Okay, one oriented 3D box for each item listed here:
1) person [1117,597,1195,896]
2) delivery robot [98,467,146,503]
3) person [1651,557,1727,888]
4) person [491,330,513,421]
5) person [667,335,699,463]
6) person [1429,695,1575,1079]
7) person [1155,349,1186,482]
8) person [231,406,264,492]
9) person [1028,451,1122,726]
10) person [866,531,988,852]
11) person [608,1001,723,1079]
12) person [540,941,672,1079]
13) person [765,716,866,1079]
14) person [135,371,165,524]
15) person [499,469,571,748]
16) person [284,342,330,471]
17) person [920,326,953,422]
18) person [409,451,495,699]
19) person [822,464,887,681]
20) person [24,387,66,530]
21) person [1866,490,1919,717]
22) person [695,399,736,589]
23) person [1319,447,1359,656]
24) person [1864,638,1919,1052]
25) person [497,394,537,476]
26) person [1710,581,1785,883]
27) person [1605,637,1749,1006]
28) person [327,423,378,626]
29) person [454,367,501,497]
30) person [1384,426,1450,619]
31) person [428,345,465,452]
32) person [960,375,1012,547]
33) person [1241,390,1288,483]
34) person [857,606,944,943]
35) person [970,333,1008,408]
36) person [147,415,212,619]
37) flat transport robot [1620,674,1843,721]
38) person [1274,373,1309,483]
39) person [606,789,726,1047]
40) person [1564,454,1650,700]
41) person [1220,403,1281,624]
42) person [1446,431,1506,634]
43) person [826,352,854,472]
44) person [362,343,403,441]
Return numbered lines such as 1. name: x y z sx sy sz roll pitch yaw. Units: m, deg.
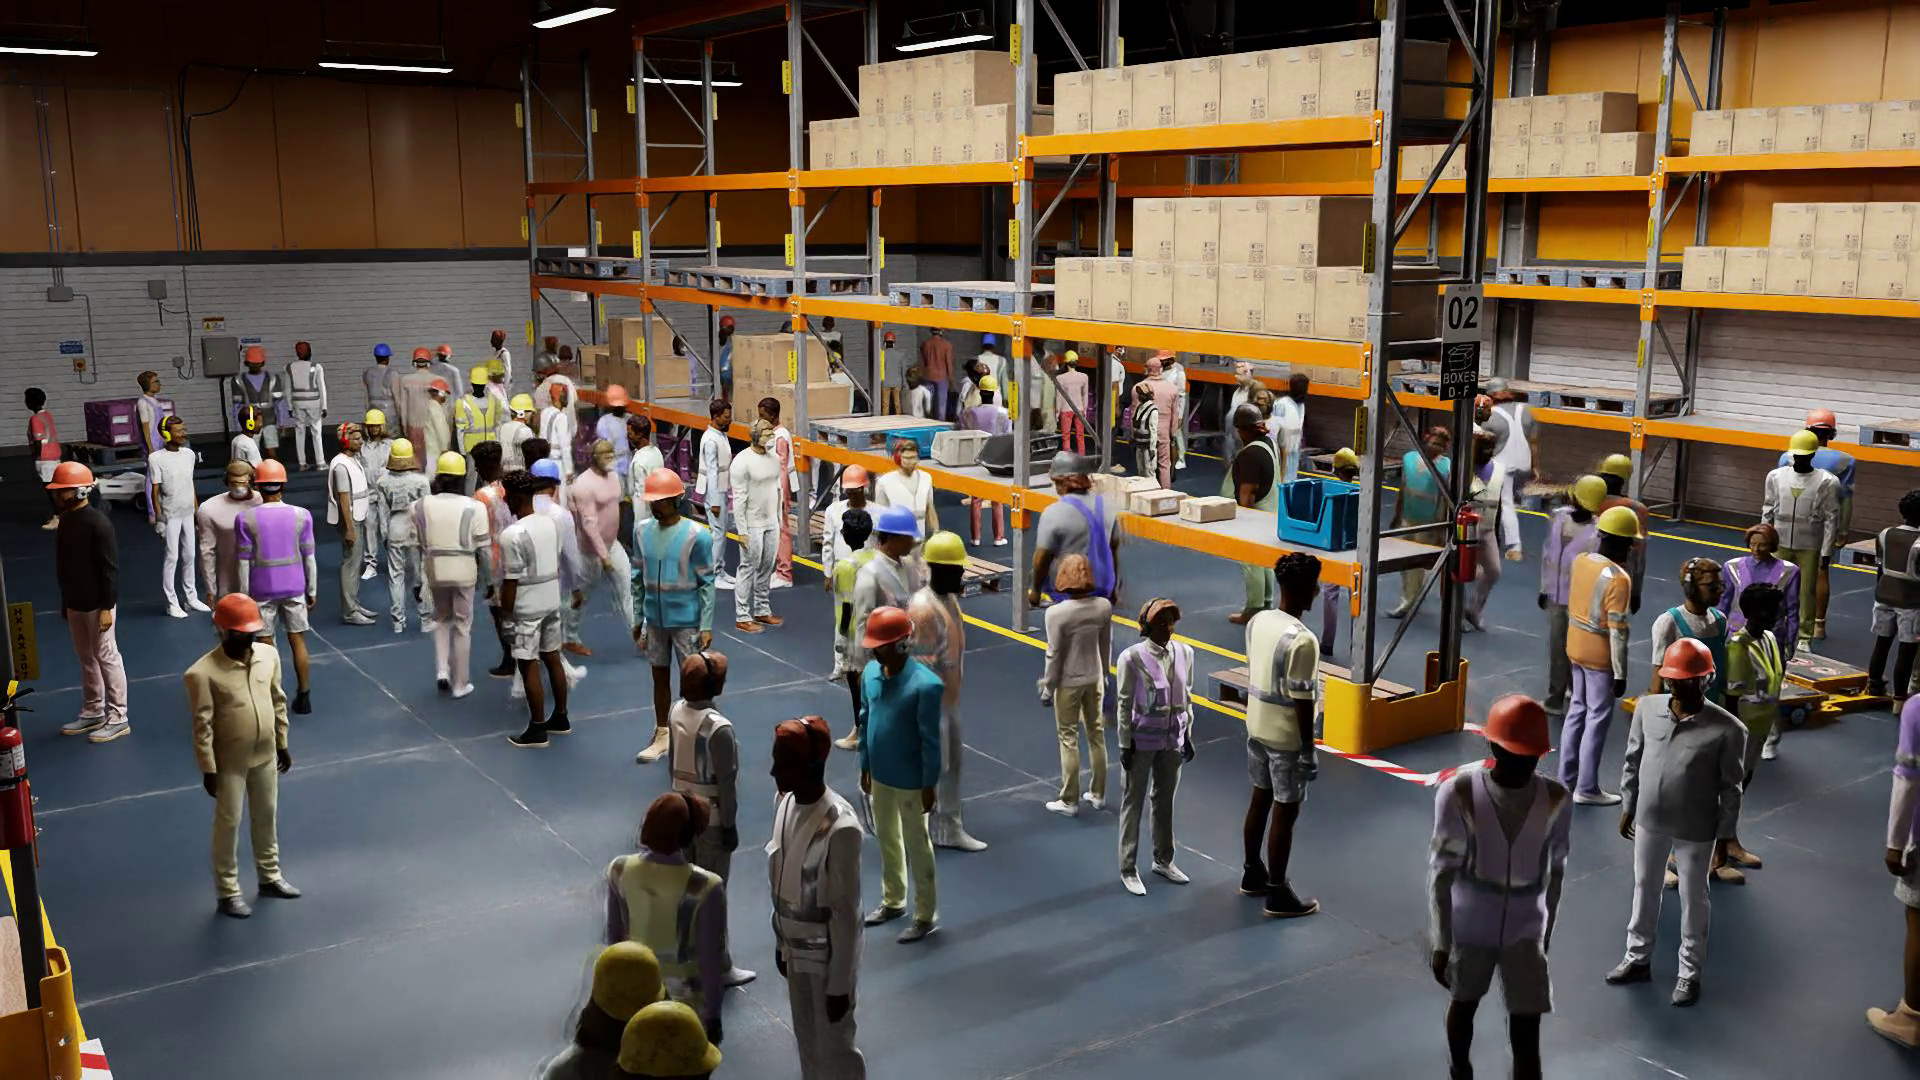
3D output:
1. person: 1.071 1.119 9.157 0.513 1.641 0.307 -7 13 -32
2. delivery robot: -10.406 -0.671 20.861 0.707 0.478 0.477 0 11 -2
3. person: 4.039 1.000 9.234 0.510 1.846 0.341 -6 12 -26
4. person: -7.338 -2.410 26.586 0.352 1.884 0.579 -7 13 -31
5. person: -4.163 -2.098 24.851 0.631 1.939 0.370 -11 15 -43
6. person: 2.089 1.528 6.420 0.555 1.885 0.985 1 11 6
7. person: 2.858 -1.760 23.148 0.547 1.929 0.385 6 13 29
8. person: -6.953 -0.396 16.369 0.348 1.856 0.523 -9 14 -39
9. person: 0.798 0.305 12.290 0.683 2.000 1.021 -11 15 -44
10. person: -0.182 0.886 9.654 0.637 1.912 0.603 4 12 19
11. person: -0.747 2.011 4.321 0.302 1.743 0.494 0 11 0
12. person: -0.979 1.930 4.785 0.459 1.725 0.482 10 15 40
13. person: -0.540 1.564 6.281 0.355 1.876 0.571 -7 13 -31
14. person: -9.704 -1.112 20.044 0.345 1.847 0.507 -3 11 -13
15. person: -3.009 0.470 11.675 0.382 1.956 0.602 4 12 20
16. person: -9.506 -1.942 24.200 0.576 1.881 0.354 0 11 1
17. person: -0.387 -2.711 27.885 0.612 1.985 0.418 6 12 27
18. person: -3.898 0.272 12.803 0.602 1.907 0.428 0 11 2
19. person: -0.827 0.263 13.241 0.560 1.752 0.324 1 11 7
20. person: -10.848 -0.968 19.731 0.322 1.685 0.547 -3 12 -17
21. person: 7.015 0.464 12.374 0.320 1.694 0.533 -3 12 -16
22. person: -2.422 -0.457 16.541 0.399 1.906 0.604 0 11 0
23. person: 3.233 0.100 14.037 0.525 1.772 0.305 -1 11 -6
24. person: 4.373 1.270 7.375 0.610 2.034 0.417 -2 11 -8
25. person: -4.630 -0.631 17.639 0.586 1.824 0.404 11 15 44
26. person: 4.401 1.054 9.329 0.319 1.698 0.538 11 15 43
27. person: 3.382 1.313 7.865 0.327 1.752 0.562 -10 15 -41
28. person: -5.543 -0.148 15.106 0.373 1.843 0.570 -3 11 -13
29. person: -5.694 -1.099 19.780 0.587 1.922 0.383 -10 15 -43
30. person: 4.203 -0.151 15.260 0.508 1.810 0.628 -7 13 -34
31. person: -7.882 -2.124 25.512 0.557 1.729 0.408 4 12 20
32. person: 0.298 -0.880 18.649 0.594 1.924 0.379 1 11 6
33. person: 3.268 -0.704 17.970 0.506 1.842 0.350 6 13 28
34. person: -0.333 1.185 8.567 0.575 1.738 0.351 11 15 44
35. person: 0.424 -2.179 25.326 0.627 1.924 0.605 -1 11 -6
36. person: -7.231 -0.221 15.407 0.319 1.876 0.532 4 12 22
37. flat transport robot: 5.704 1.192 12.295 1.431 0.197 0.652 -3 12 -16
38. person: 3.777 -0.995 19.323 0.456 1.892 0.637 9 14 37
39. person: -1.126 1.726 6.180 0.534 1.596 0.820 3 12 17
40. person: 4.869 0.306 12.697 0.670 1.908 0.428 3 12 17
41. person: 2.636 -0.257 15.168 0.535 2.000 0.690 6 12 27
42. person: 4.566 -0.064 14.732 0.602 1.819 0.498 -4 12 -18
43. person: -1.769 -1.833 23.991 0.519 1.752 0.374 -7 13 -32
44. person: -7.989 -1.756 23.112 0.616 1.939 0.417 5 12 22
